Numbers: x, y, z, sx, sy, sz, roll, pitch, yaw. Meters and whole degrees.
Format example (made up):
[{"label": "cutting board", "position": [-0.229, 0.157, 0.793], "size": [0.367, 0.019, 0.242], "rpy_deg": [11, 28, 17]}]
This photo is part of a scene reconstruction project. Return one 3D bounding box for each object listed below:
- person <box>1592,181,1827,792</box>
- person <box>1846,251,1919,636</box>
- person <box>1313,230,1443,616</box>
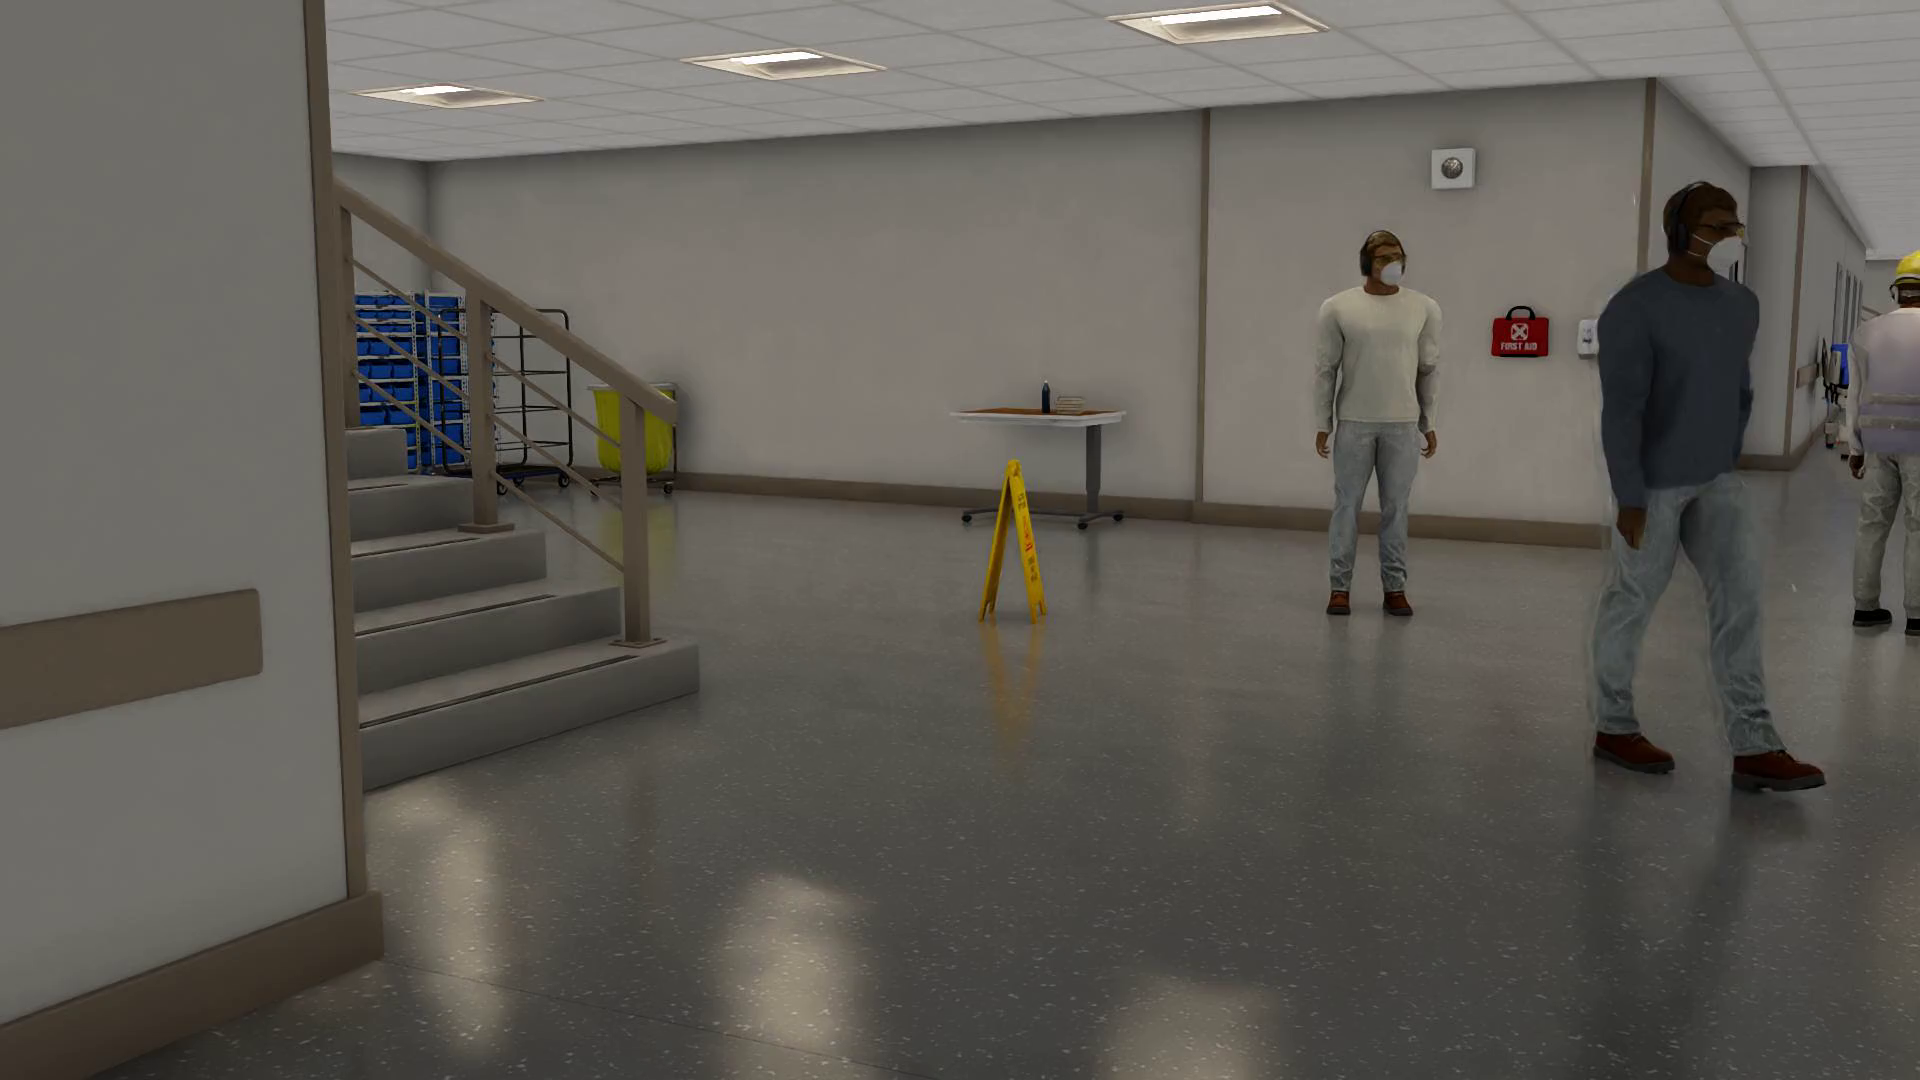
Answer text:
[{"label": "person", "position": [2.341, -0.151, 5.204], "size": [0.661, 1.907, 0.898], "rpy_deg": [-3, 8, -21]}, {"label": "person", "position": [4.521, -0.458, 7.925], "size": [0.403, 1.824, 0.590], "rpy_deg": [-4, 9, -30]}, {"label": "person", "position": [2.103, -0.581, 8.406], "size": [0.636, 1.939, 0.358], "rpy_deg": [1, 7, 4]}]
